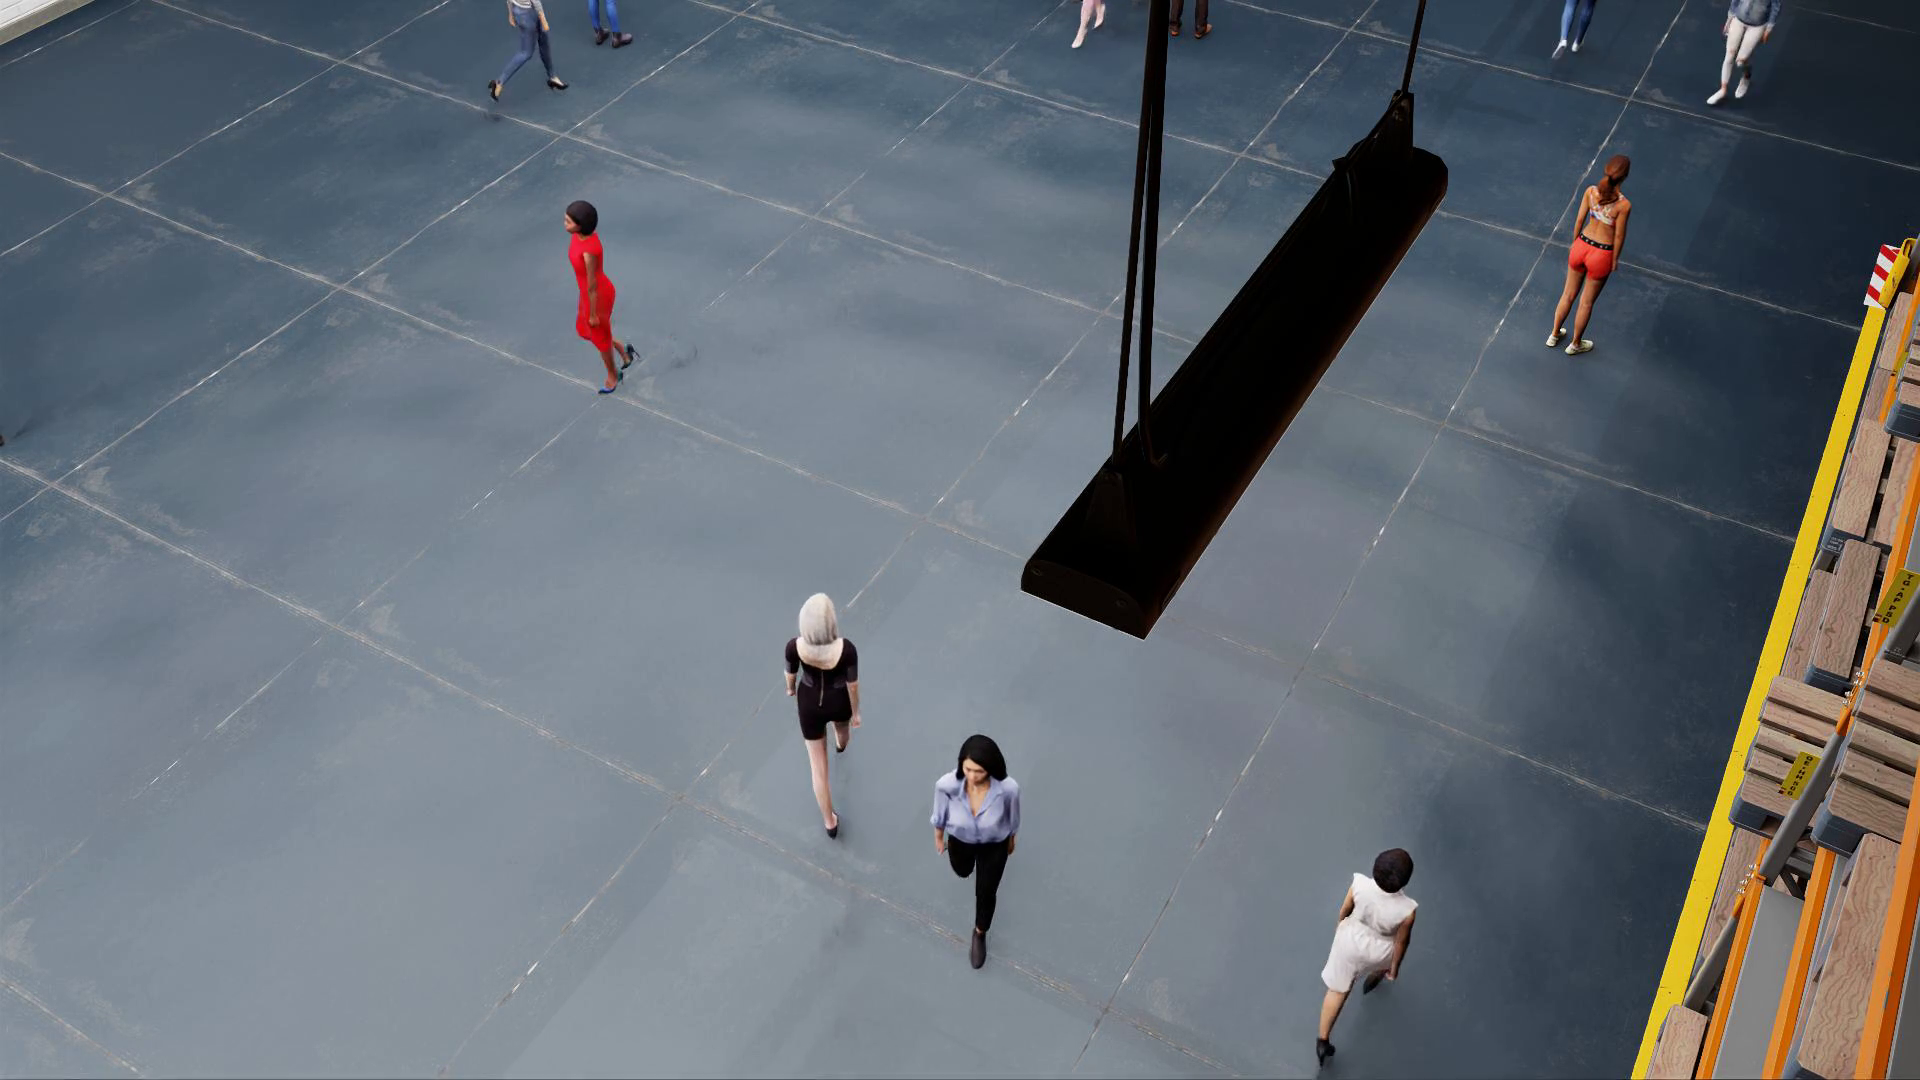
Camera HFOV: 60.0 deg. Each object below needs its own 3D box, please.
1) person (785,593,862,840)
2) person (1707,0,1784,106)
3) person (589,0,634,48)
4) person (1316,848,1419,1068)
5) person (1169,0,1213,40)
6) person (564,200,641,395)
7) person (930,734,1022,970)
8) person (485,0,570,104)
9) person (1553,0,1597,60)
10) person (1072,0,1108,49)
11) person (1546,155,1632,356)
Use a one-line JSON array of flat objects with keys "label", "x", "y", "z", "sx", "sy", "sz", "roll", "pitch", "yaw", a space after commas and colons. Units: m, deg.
[{"label": "person", "x": -0.802, "y": 1.074, "z": 9.800, "sx": 0.991, "sy": 1.789, "sz": 1.203, "roll": -1, "pitch": 44, "yaw": -2}, {"label": "person", "x": 7.802, "y": -5.095, "z": 16.351, "sx": 0.817, "sy": 1.685, "sz": 0.738, "roll": -31, "pitch": 52, "yaw": -29}, {"label": "person", "x": -3.744, "y": -5.929, "z": 17.226, "sx": 0.610, "sy": 1.685, "sz": 0.527, "roll": 19, "pitch": 47, "yaw": 19}, {"label": "person", "x": 2.132, "y": 2.204, "z": 8.810, "sx": 0.549, "sy": 1.519, "sz": 1.011, "roll": 24, "pitch": 48, "yaw": 23}, {"label": "person", "x": 2.452, "y": -6.138, "z": 17.356, "sx": 0.720, "sy": 1.808, "sz": 0.653, "roll": 13, "pitch": 45, "yaw": 14}, {"label": "person", "x": -2.753, "y": -1.885, "z": 12.946, "sx": 0.810, "sy": 1.734, "sz": 0.740, "roll": -19, "pitch": 47, "yaw": -19}, {"label": "person", "x": 0.116, "y": 1.606, "z": 9.290, "sx": 0.908, "sy": 1.722, "sz": 1.143, "roll": 6, "pitch": 44, "yaw": 6}, {"label": "person", "x": -4.313, "y": -5.043, "z": 16.245, "sx": 1.196, "sy": 1.756, "sz": 0.863, "roll": -28, "pitch": 50, "yaw": -26}, {"label": "person", "x": 6.414, "y": -5.721, "z": 16.996, "sx": 0.691, "sy": 1.701, "sz": 0.988, "roll": 17, "pitch": 46, "yaw": 17}, {"label": "person", "x": 1.411, "y": -6.104, "z": 17.346, "sx": 0.676, "sy": 1.773, "sz": 1.002, "roll": 23, "pitch": 48, "yaw": 23}, {"label": "person", "x": 5.063, "y": -2.278, "z": 13.317, "sx": 0.667, "sy": 1.792, "sz": 0.645, "roll": -31, "pitch": 52, "yaw": -29}]
